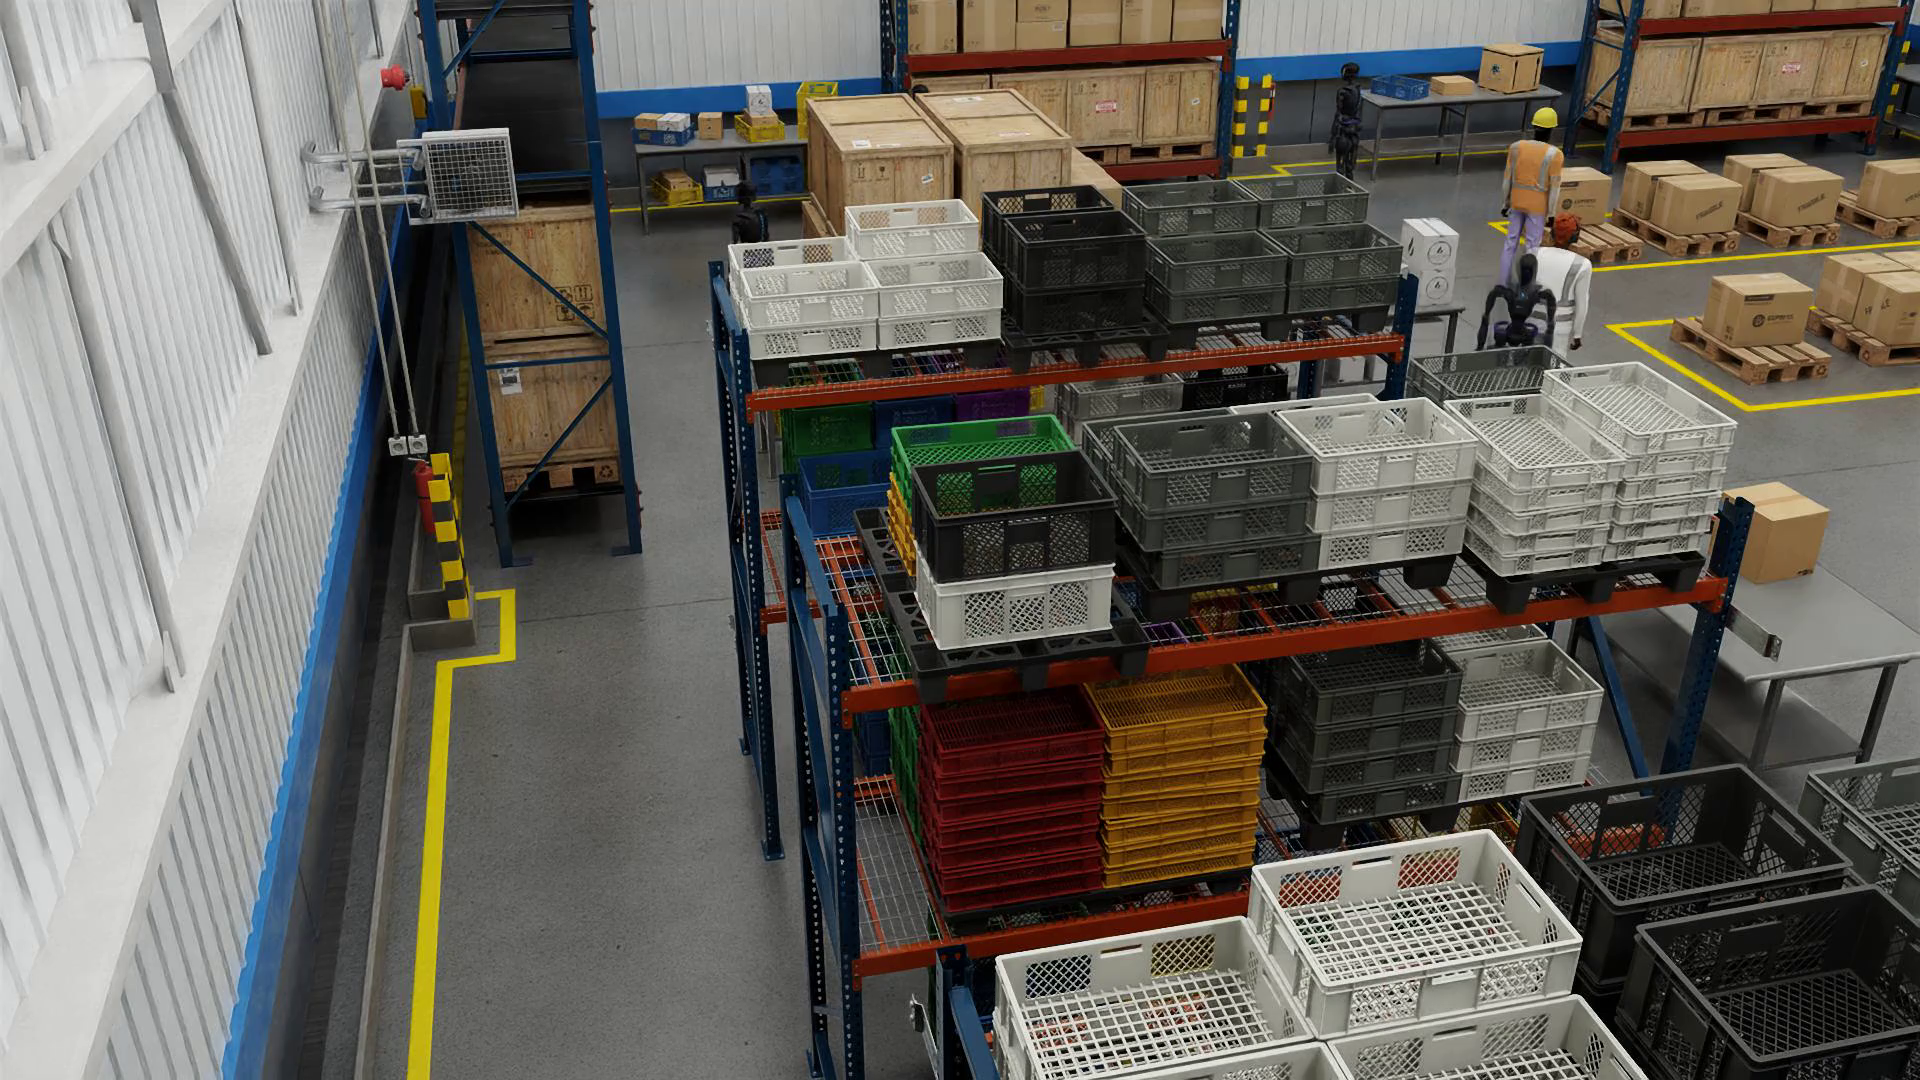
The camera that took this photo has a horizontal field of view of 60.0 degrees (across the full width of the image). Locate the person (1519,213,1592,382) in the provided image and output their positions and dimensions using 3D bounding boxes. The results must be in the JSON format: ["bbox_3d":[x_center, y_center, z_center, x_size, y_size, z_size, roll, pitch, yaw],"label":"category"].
[{"bbox_3d":[4.824,-1.755,13.644,0.576,1.881,0.347,20,34,33],"label":"person"}]

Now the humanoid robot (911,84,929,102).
[{"bbox_3d":[-0.435,-4.255,18.594,0.315,1.657,0.609,19,33,32],"label":"humanoid robot"}]

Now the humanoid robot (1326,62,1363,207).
[{"bbox_3d":[4.557,-4.792,19.620,0.326,1.650,0.567,19,33,32],"label":"humanoid robot"}]

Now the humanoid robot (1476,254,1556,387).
[{"bbox_3d":[4.479,-1.529,13.456,0.591,1.633,0.634,6,28,12],"label":"humanoid robot"}]

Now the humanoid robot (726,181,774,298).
[{"bbox_3d":[-1.878,-2.472,15.218,0.377,1.644,0.627,13,30,23],"label":"humanoid robot"}]

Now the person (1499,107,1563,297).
[{"bbox_3d":[5.699,-3.347,16.621,0.378,1.925,0.588,-24,36,-38],"label":"person"}]
